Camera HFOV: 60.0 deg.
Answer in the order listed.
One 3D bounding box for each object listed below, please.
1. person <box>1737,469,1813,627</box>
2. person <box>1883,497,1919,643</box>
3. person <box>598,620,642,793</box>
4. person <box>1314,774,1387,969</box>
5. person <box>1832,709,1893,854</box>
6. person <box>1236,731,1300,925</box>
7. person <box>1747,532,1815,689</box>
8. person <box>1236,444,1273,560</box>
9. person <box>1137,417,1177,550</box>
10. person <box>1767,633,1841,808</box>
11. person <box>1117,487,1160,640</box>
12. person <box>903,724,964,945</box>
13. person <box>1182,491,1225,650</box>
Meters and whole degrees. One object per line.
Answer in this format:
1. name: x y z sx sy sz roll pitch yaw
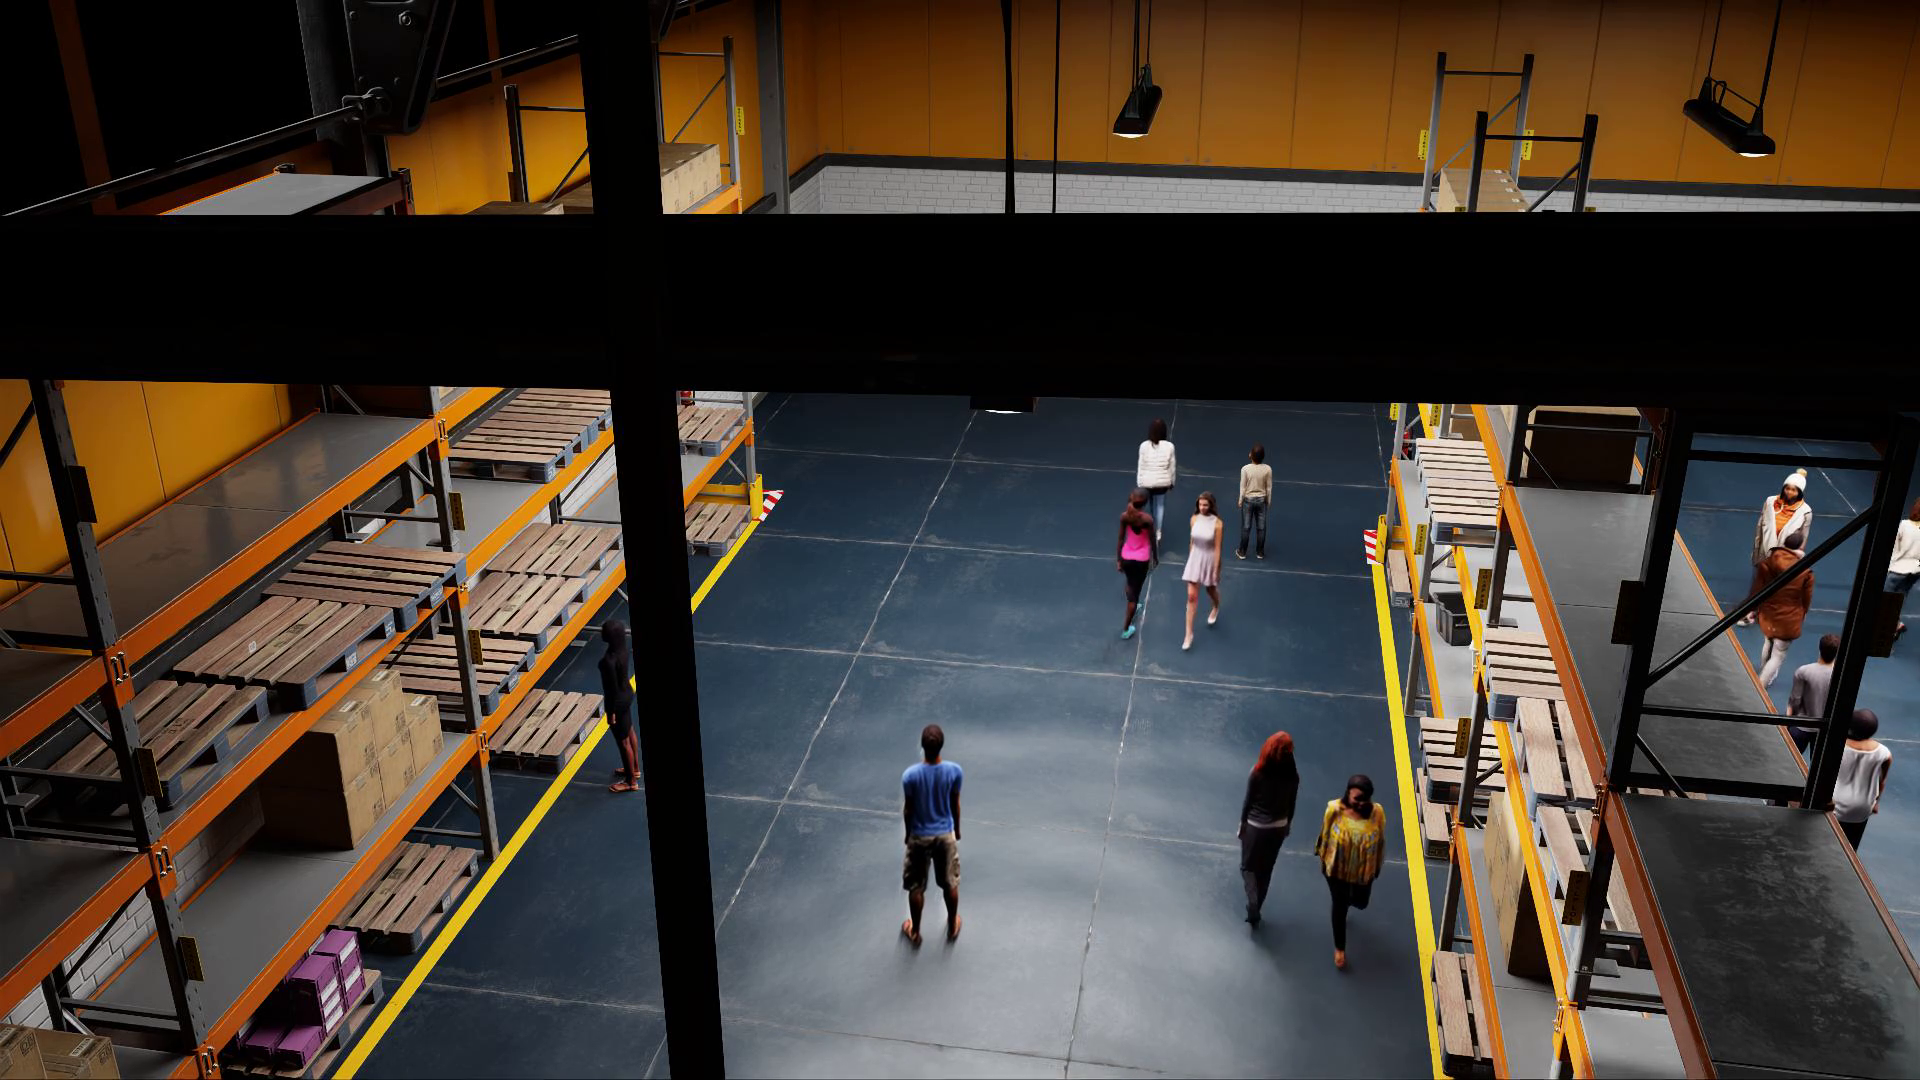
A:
1. person: 9.028 0.111 18.336 0.799 1.880 0.821 17 29 34
2. person: 10.275 0.343 18.073 0.626 1.664 0.877 4 24 8
3. person: -3.151 1.508 15.339 0.702 1.720 0.478 1 24 1
4. person: 3.067 2.532 13.098 0.764 1.638 0.937 2 24 4
5. person: 7.400 2.149 13.919 0.702 1.683 0.661 9 25 19
6. person: 2.470 2.378 13.304 0.707 1.755 0.757 -2 24 -5
7. person: 8.252 0.831 16.792 1.214 1.796 1.120 -19 30 -36
8. person: 3.573 -0.466 20.174 0.574 1.465 0.550 0 24 1
9. person: 2.414 -0.689 20.498 0.702 1.614 1.051 2 24 4
10. person: 7.607 1.661 14.834 0.653 1.844 0.524 4 24 10
11. person: 1.883 0.280 18.177 0.755 1.697 0.998 13 27 27
12. person: -0.213 2.345 13.258 0.756 1.853 0.750 -6 24 -12
13. person: 2.711 0.282 18.141 0.819 1.722 1.177 14 27 28
